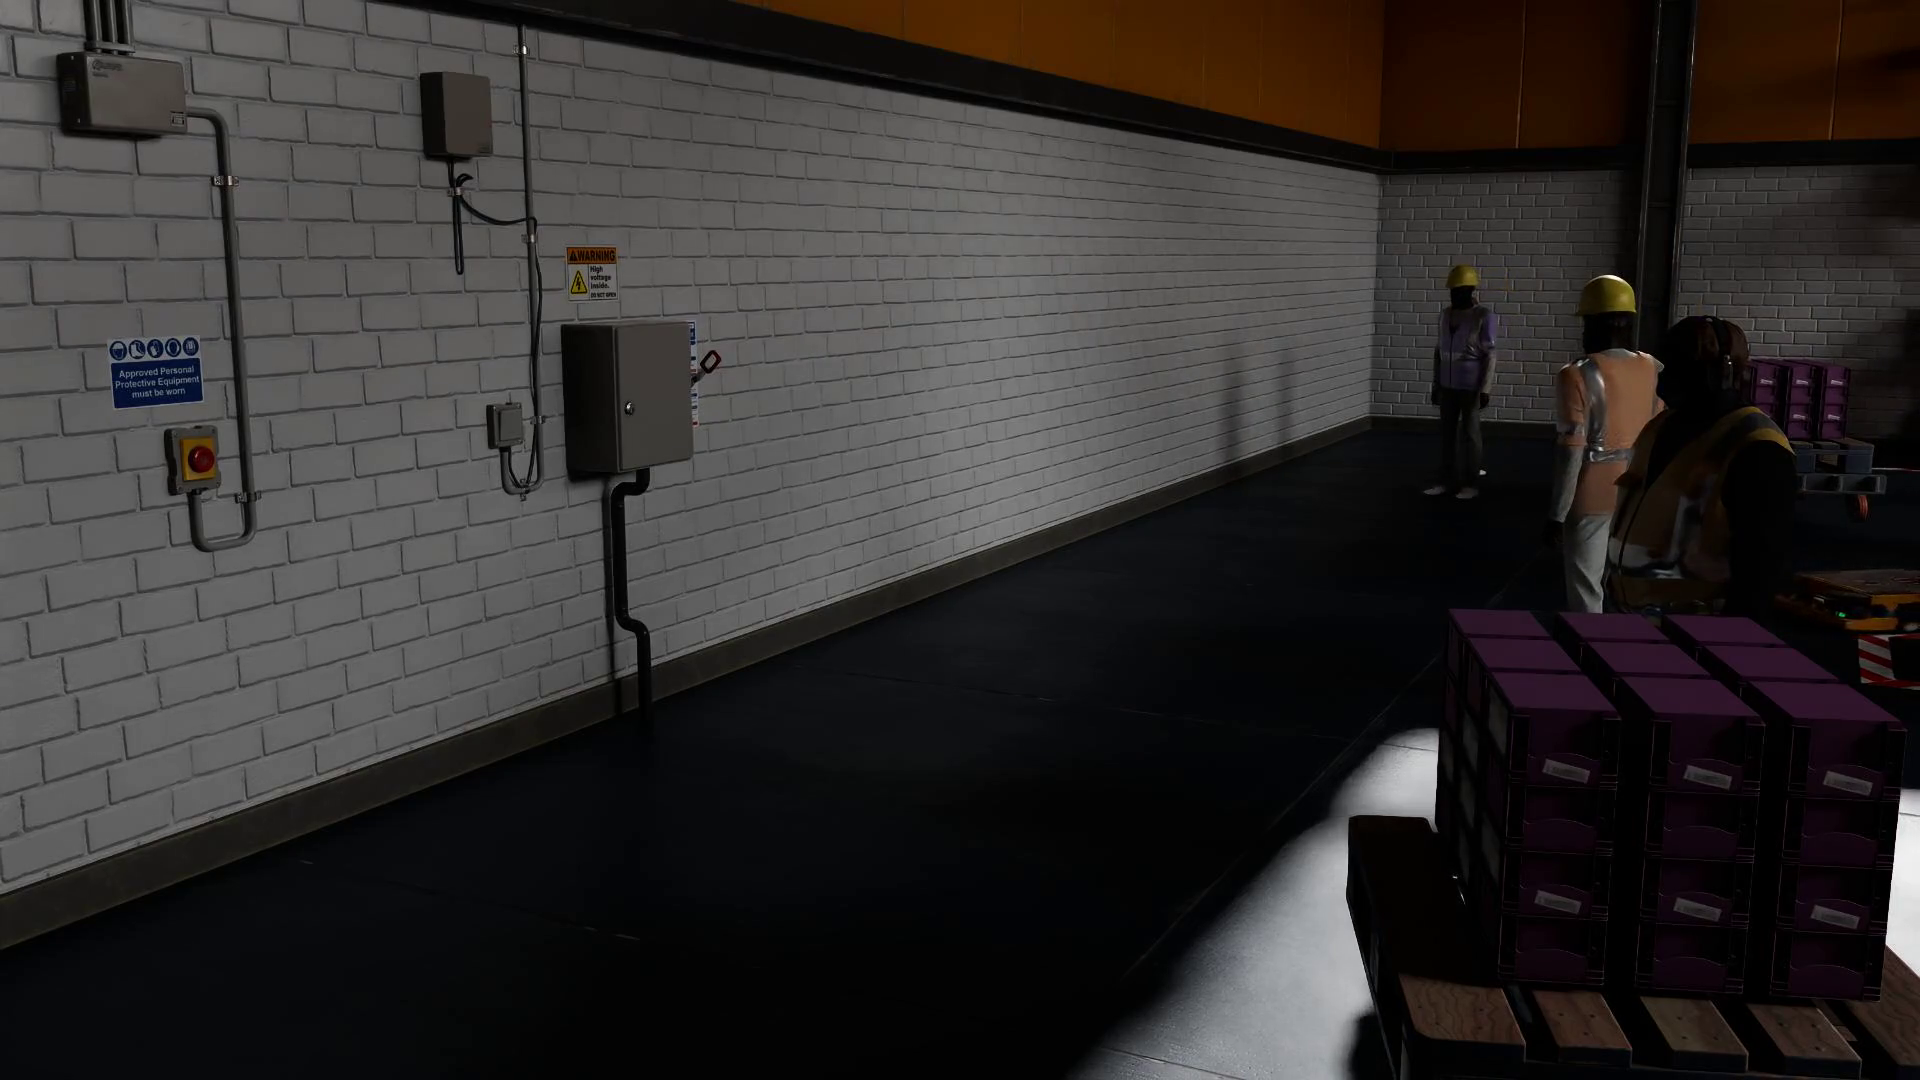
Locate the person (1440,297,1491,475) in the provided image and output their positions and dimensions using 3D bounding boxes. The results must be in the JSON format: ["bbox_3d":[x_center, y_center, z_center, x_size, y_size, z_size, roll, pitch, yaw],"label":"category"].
[{"bbox_3d":[4.596,-1.400,15.147,0.500,1.636,0.285,8,12,37],"label":"person"}]

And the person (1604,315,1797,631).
[{"bbox_3d":[2.134,0.263,4.929,0.429,1.844,0.627,-2,10,-11],"label":"person"}]

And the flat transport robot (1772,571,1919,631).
[{"bbox_3d":[5.312,0.314,9.169,1.431,0.197,0.652,-1,10,-9],"label":"flat transport robot"}]

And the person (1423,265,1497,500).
[{"bbox_3d":[4.113,-1.292,13.687,0.381,1.924,0.593,-6,12,-32],"label":"person"}]

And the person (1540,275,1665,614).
[{"bbox_3d":[2.771,-0.178,7.234,0.594,1.924,0.382,-5,11,-25],"label":"person"}]
